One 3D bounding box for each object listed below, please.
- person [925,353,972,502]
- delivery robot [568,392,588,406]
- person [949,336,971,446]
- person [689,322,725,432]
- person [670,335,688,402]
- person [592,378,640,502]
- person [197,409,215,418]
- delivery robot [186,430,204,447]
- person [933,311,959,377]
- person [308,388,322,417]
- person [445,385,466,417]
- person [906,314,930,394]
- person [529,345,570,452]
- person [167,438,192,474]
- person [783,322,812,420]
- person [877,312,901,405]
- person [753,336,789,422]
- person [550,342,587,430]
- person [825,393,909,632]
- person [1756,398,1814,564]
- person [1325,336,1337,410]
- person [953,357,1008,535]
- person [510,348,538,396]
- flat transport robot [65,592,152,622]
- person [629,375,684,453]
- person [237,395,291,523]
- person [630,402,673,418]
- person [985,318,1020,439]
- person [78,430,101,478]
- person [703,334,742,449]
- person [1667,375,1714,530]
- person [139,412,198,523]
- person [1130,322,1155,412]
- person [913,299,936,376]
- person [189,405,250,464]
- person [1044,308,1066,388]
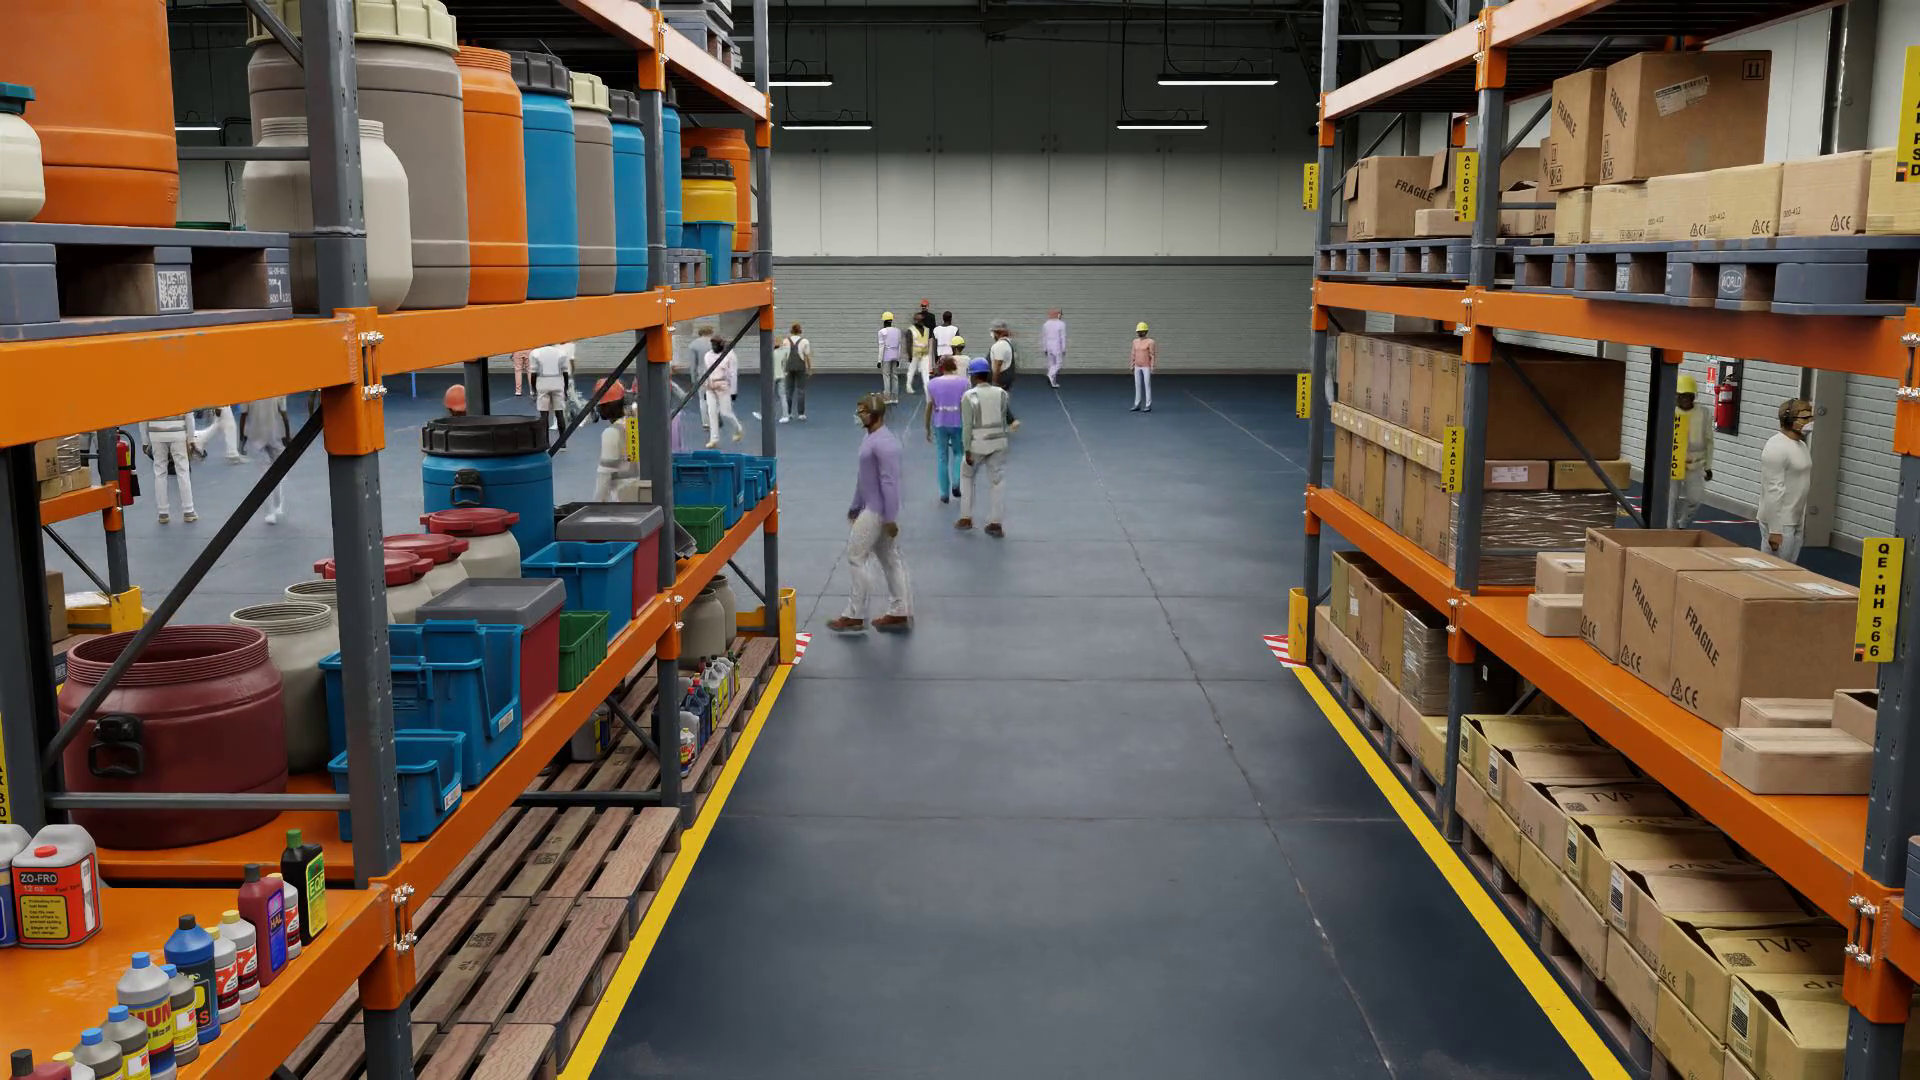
[{"bbox_3d":[-0.140,-1.401,20.679,0.600,1.825,0.521,0,9,-2],"label":"person"},{"bbox_3d":[-7.084,-2.643,30.988,0.335,0.223,0.698,-6,11,-31],"label":"delivery robot"},{"bbox_3d":[-0.036,-2.418,26.950,0.311,1.768,0.532,9,13,43],"label":"person"},{"bbox_3d":[-4.389,-2.845,29.060,0.649,1.917,0.644,-3,10,-19],"label":"person"},{"bbox_3d":[-5.884,-3.588,33.504,0.881,1.922,0.616,-6,11,-33],"label":"person"},{"bbox_3d":[-2.764,-0.321,13.635,0.565,2.013,0.619,1,10,4],"label":"person"},{"bbox_3d":[-14.438,-3.295,31.714,0.554,1.935,0.382,-4,10,-25],"label":"person"},{"bbox_3d":[-11.762,-1.517,25.020,0.477,0.478,0.707,5,11,28],"label":"delivery robot"},{"bbox_3d":[-0.276,-3.894,35.336,0.595,1.918,0.386,3,10,18],"label":"person"},{"bbox_3d":[-11.651,-3.041,30.170,0.552,1.934,0.373,4,10,23],"label":"person"},{"bbox_3d":[-4.298,-0.407,14.484,0.567,1.902,0.611,-6,11,-34],"label":"person"},{"bbox_3d":[-0.944,-4.165,37.346,0.644,1.796,0.970,-6,11,-32],"label":"person"},{"bbox_3d":[-6.421,-2.365,26.035,0.613,1.963,0.362,-4,10,-24],"label":"person"},{"bbox_3d":[-11.101,-1.895,23.328,0.381,1.932,0.560,3,10,17],"label":"person"},{"bbox_3d":[-3.055,-3.174,31.279,0.527,1.834,0.357,1,10,7],"label":"person"},{"bbox_3d":[-1.491,-3.790,34.680,0.362,1.928,0.593,9,13,43],"label":"person"},{"bbox_3d":[-3.477,-2.982,30.827,0.867,1.584,0.522,8,13,41],"label":"person"},{"bbox_3d":[-7.012,-2.904,29.694,0.520,1.833,0.903,3,10,19],"label":"person"},{"bbox_3d":[-0.783,-0.218,13.345,0.830,1.909,0.640,-1,10,-5],"label":"person"},{"bbox_3d":[6.249,-0.109,12.606,0.372,1.940,0.631,8,12,40],"label":"person"},{"bbox_3d":[7.353,-3.539,33.519,0.713,1.814,0.612,2,10,11],"label":"person"},{"bbox_3d":[0.228,-1.036,18.225,0.635,1.918,0.777,-5,11,-29],"label":"person"},{"bbox_3d":[-9.727,-4.174,37.052,0.642,1.909,0.409,-2,10,-14],"label":"person"},{"bbox_3d":[-7.383,0.609,13.417,1.431,0.197,0.652,-8,12,-40],"label":"flat transport robot"},{"bbox_3d":[-2.663,-0.450,14.376,0.811,2.021,0.661,3,10,19],"label":"person"},{"bbox_3d":[-7.979,-1.135,19.045,0.524,1.843,0.775,-6,11,-33],"label":"person"},{"bbox_3d":[-3.544,-1.016,18.866,0.546,1.659,0.708,1,10,8],"label":"person"},{"bbox_3d":[0.642,-2.706,27.984,0.536,2.000,0.693,2,10,11],"label":"person"},{"bbox_3d":[-11.078,-1.428,21.222,0.538,1.695,0.319,0,9,1],"label":"person"},{"bbox_3d":[-3.821,-2.400,26.671,0.632,1.825,0.638,5,11,28],"label":"person"},{"bbox_3d":[7.373,-0.782,16.995,0.618,1.814,0.425,1,10,9],"label":"person"},{"bbox_3d":[-9.034,-1.144,18.974,0.575,1.882,0.360,-3,10,-17],"label":"person"},{"bbox_3d":[3.623,-3.440,33.074,0.533,1.767,0.326,8,12,39],"label":"person"},{"bbox_3d":[-0.916,-5.285,43.441,0.624,1.990,0.388,3,10,15],"label":"person"},{"bbox_3d":[-10.935,-2.033,24.374,0.805,1.862,0.651,-4,10,-20],"label":"person"},{"bbox_3d":[2.211,-4.510,39.147,0.663,1.885,0.591,8,13,41],"label":"person"}]
